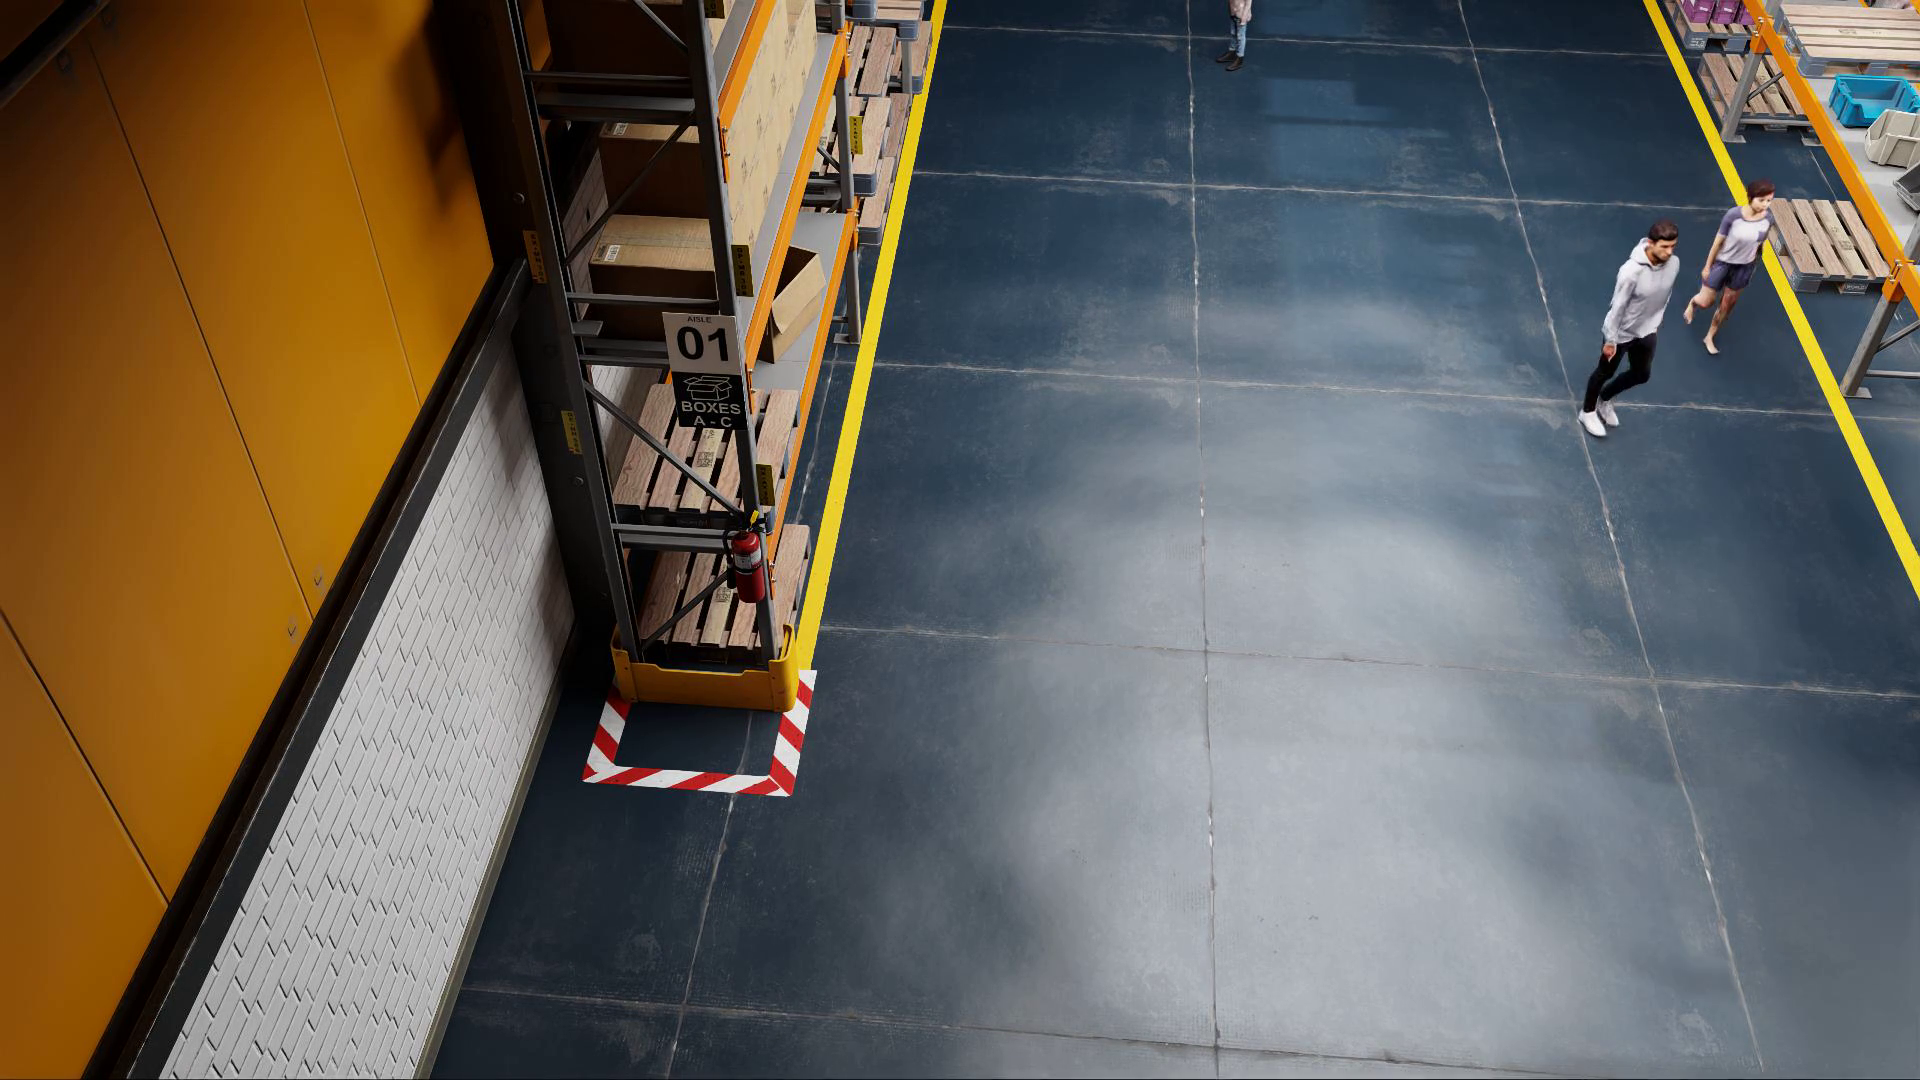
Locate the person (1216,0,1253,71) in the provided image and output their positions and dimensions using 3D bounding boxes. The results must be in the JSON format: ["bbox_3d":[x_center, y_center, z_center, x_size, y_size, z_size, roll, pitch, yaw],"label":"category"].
[{"bbox_3d":[2.868,-5.419,17.031,0.614,1.189,0.516,-15,46,-15],"label":"person"}]

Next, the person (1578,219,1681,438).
[{"bbox_3d":[4.990,-1.646,12.544,0.807,1.915,0.808,-15,46,-15],"label":"person"}]

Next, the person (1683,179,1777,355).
[{"bbox_3d":[6.222,-2.269,13.459,0.564,1.555,0.695,3,44,3],"label":"person"}]
